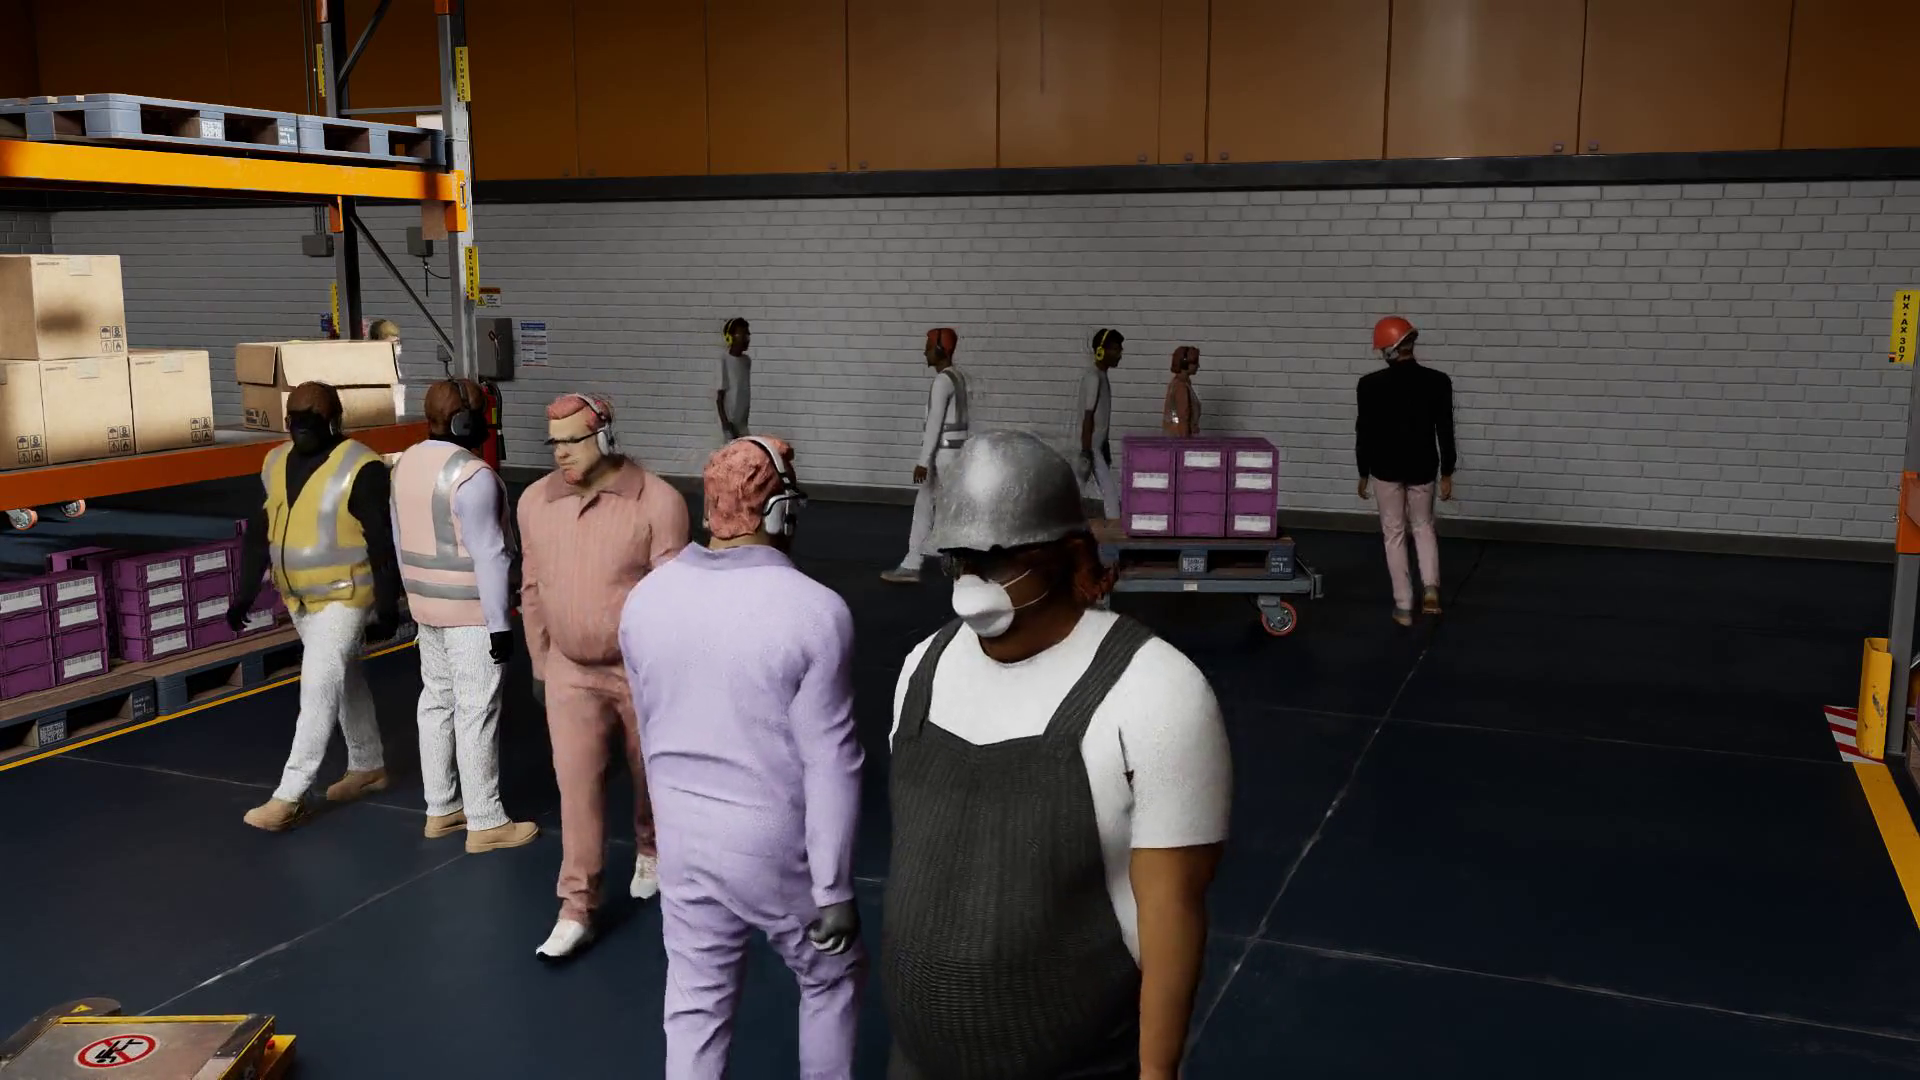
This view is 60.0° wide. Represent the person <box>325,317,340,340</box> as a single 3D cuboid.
[{"bbox_3d":[-5.433,-1.065,14.742,0.450,1.830,0.566,2,10,11],"label":"person"}]

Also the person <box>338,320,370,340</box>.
[{"bbox_3d":[-4.478,-0.740,12.611,0.572,1.878,0.725,1,9,4],"label":"person"}]

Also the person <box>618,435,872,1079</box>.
[{"bbox_3d":[-0.425,0.689,3.927,0.680,1.880,0.757,5,11,29],"label":"person"}]

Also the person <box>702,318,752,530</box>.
[{"bbox_3d":[-1.846,-0.953,14.069,0.943,1.821,0.540,6,11,30],"label":"person"}]

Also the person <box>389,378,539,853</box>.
[{"bbox_3d":[-1.933,0.289,6.496,0.636,1.840,0.429,8,12,41],"label":"person"}]

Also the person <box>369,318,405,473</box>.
[{"bbox_3d":[-4.267,-0.665,12.115,0.848,1.908,0.629,0,9,-3],"label":"person"}]

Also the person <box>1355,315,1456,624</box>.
[{"bbox_3d":[2.796,-0.435,10.513,0.620,1.958,0.436,0,9,0],"label":"person"}]

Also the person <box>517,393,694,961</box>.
[{"bbox_3d":[-1.204,0.425,5.683,0.661,1.851,0.980,1,9,7],"label":"person"}]

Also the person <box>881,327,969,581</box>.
[{"bbox_3d":[-0.061,-0.582,11.793,0.963,1.848,0.587,1,9,5],"label":"person"}]

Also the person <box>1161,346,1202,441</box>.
[{"bbox_3d":[1.763,-0.727,13.268,0.310,1.636,0.523,0,9,2],"label":"person"}]

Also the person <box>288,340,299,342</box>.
[{"bbox_3d":[-4.535,-0.478,11.378,0.527,1.765,0.329,8,13,41],"label":"person"}]

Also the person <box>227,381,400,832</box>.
[{"bbox_3d":[-2.683,0.261,6.781,0.649,1.794,0.917,5,11,30],"label":"person"}]

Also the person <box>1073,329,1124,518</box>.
[{"bbox_3d":[0.995,-0.672,12.458,0.959,1.814,0.558,0,9,2],"label":"person"}]

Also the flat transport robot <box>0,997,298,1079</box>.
[{"bbox_3d":[-2.182,1.484,3.993,0.652,0.197,1.431,0,10,-1],"label":"flat transport robot"}]
